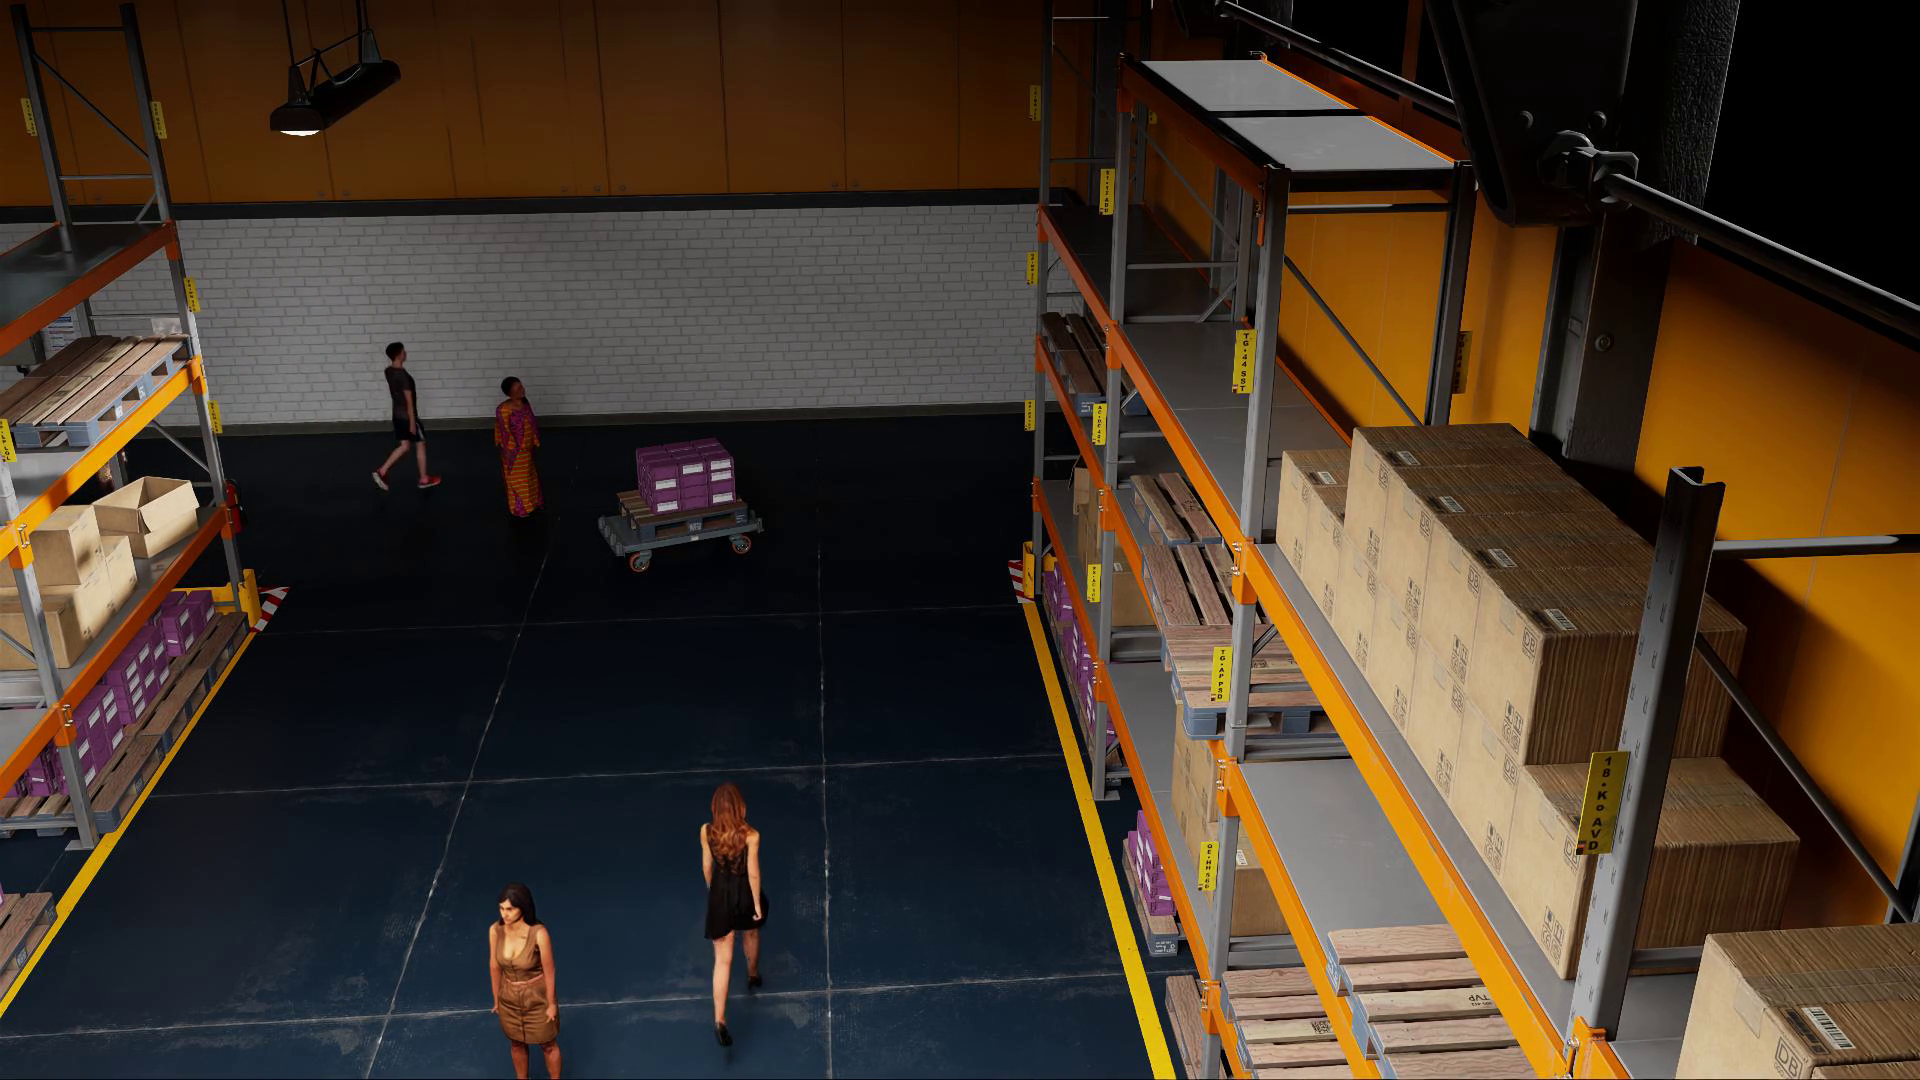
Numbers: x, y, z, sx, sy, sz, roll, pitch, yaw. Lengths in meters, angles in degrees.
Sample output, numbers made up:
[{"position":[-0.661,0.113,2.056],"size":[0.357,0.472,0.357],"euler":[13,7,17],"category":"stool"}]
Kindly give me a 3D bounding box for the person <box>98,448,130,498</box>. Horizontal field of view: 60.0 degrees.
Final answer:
[{"position":[-8.688,-0.133,16.996],"size":[1.005,1.656,1.010],"euler":[-19,30,-37],"category":"person"}]

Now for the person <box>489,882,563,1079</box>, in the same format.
[{"position":[-2.655,2.819,10.203],"size":[0.623,1.690,0.598],"euler":[5,24,11],"category":"person"}]

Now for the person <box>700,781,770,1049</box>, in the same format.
[{"position":[-1.516,2.463,10.881],"size":[0.743,1.799,1.195],"euler":[3,24,7],"category":"person"}]

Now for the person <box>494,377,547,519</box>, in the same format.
[{"position":[-5.073,-1.106,19.190],"size":[0.836,1.682,0.756],"euler":[12,26,25],"category":"person"}]

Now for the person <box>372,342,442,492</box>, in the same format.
[{"position":[-6.657,-1.425,19.731],"size":[1.098,1.833,1.088],"euler":[-21,31,-39],"category":"person"}]
